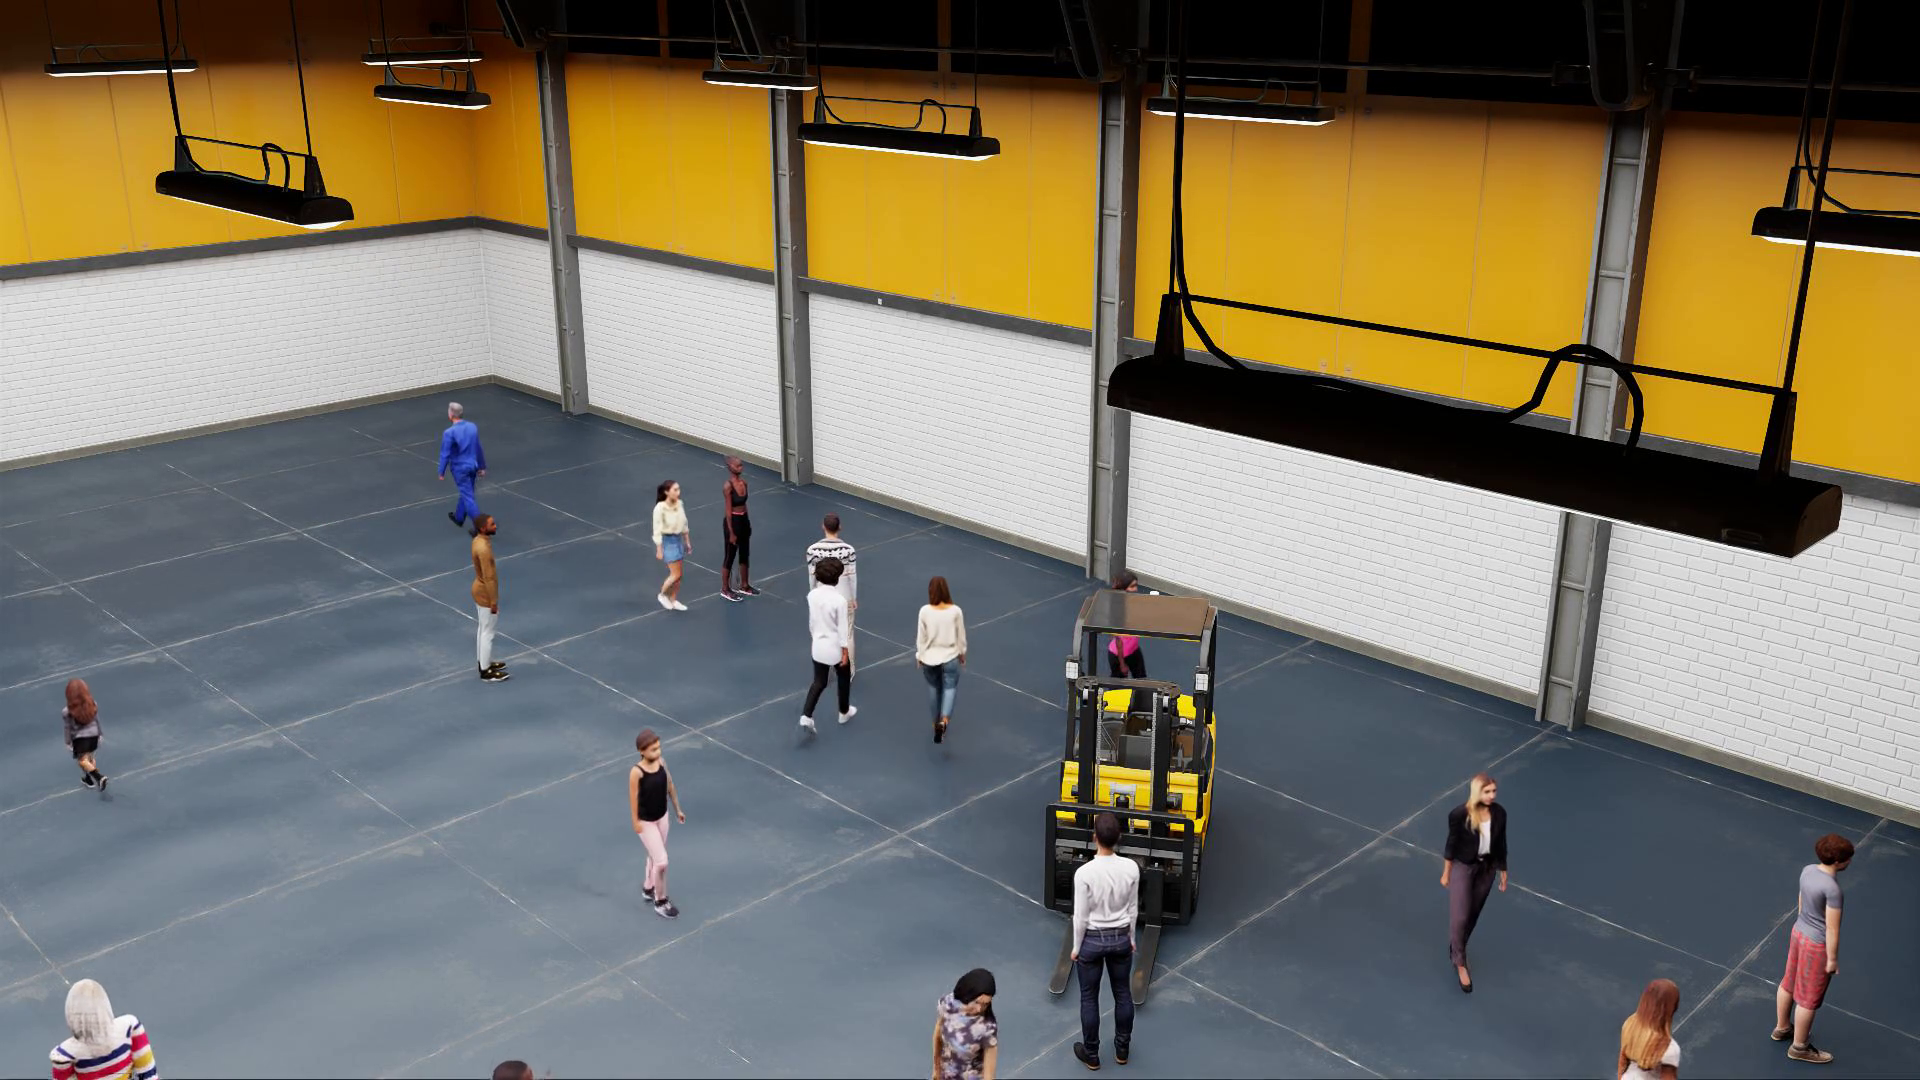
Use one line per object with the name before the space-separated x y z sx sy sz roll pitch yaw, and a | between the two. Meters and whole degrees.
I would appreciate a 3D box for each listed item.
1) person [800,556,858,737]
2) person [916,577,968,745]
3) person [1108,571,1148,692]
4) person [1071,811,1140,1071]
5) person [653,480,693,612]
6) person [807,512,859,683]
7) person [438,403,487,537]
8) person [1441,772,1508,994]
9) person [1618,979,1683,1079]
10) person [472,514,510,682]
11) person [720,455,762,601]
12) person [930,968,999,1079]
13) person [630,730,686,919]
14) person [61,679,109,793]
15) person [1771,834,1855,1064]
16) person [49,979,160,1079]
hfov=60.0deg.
person | -1.333 1.070 16.265 1.120 1.775 0.918 10 21 27
person | -0.183 1.193 16.087 0.984 1.656 1.016 1 19 4
person | 1.541 1.097 16.288 0.602 1.710 0.555 17 25 41
person | 0.978 2.710 11.251 0.712 1.868 0.732 -4 19 -13
person | -3.440 0.063 19.502 0.712 1.619 0.720 9 21 25
person | -1.325 0.615 17.498 0.737 1.851 0.807 1 19 2
person | -6.516 -0.900 22.090 1.172 1.791 0.920 12 22 32
person | 3.764 2.455 12.338 0.823 1.658 0.905 -3 19 -10
person | 3.912 3.336 9.682 0.827 1.682 0.820 -6 19 -17
person | -5.037 0.587 17.642 0.766 1.812 0.632 -7 20 -19
person | -2.707 -0.169 19.960 0.731 1.765 0.676 10 21 27
person | -0.002 3.236 9.923 0.804 1.718 0.453 -13 22 -33
person | -2.497 2.210 13.239 0.782 1.546 0.615 11 21 29
person | -7.977 1.798 15.172 0.747 1.094 0.557 12 22 32
person | 5.851 2.771 11.410 0.718 1.651 0.653 -1 19 -2
person | -4.813 3.348 9.507 0.662 1.771 1.025 -17 25 -41
